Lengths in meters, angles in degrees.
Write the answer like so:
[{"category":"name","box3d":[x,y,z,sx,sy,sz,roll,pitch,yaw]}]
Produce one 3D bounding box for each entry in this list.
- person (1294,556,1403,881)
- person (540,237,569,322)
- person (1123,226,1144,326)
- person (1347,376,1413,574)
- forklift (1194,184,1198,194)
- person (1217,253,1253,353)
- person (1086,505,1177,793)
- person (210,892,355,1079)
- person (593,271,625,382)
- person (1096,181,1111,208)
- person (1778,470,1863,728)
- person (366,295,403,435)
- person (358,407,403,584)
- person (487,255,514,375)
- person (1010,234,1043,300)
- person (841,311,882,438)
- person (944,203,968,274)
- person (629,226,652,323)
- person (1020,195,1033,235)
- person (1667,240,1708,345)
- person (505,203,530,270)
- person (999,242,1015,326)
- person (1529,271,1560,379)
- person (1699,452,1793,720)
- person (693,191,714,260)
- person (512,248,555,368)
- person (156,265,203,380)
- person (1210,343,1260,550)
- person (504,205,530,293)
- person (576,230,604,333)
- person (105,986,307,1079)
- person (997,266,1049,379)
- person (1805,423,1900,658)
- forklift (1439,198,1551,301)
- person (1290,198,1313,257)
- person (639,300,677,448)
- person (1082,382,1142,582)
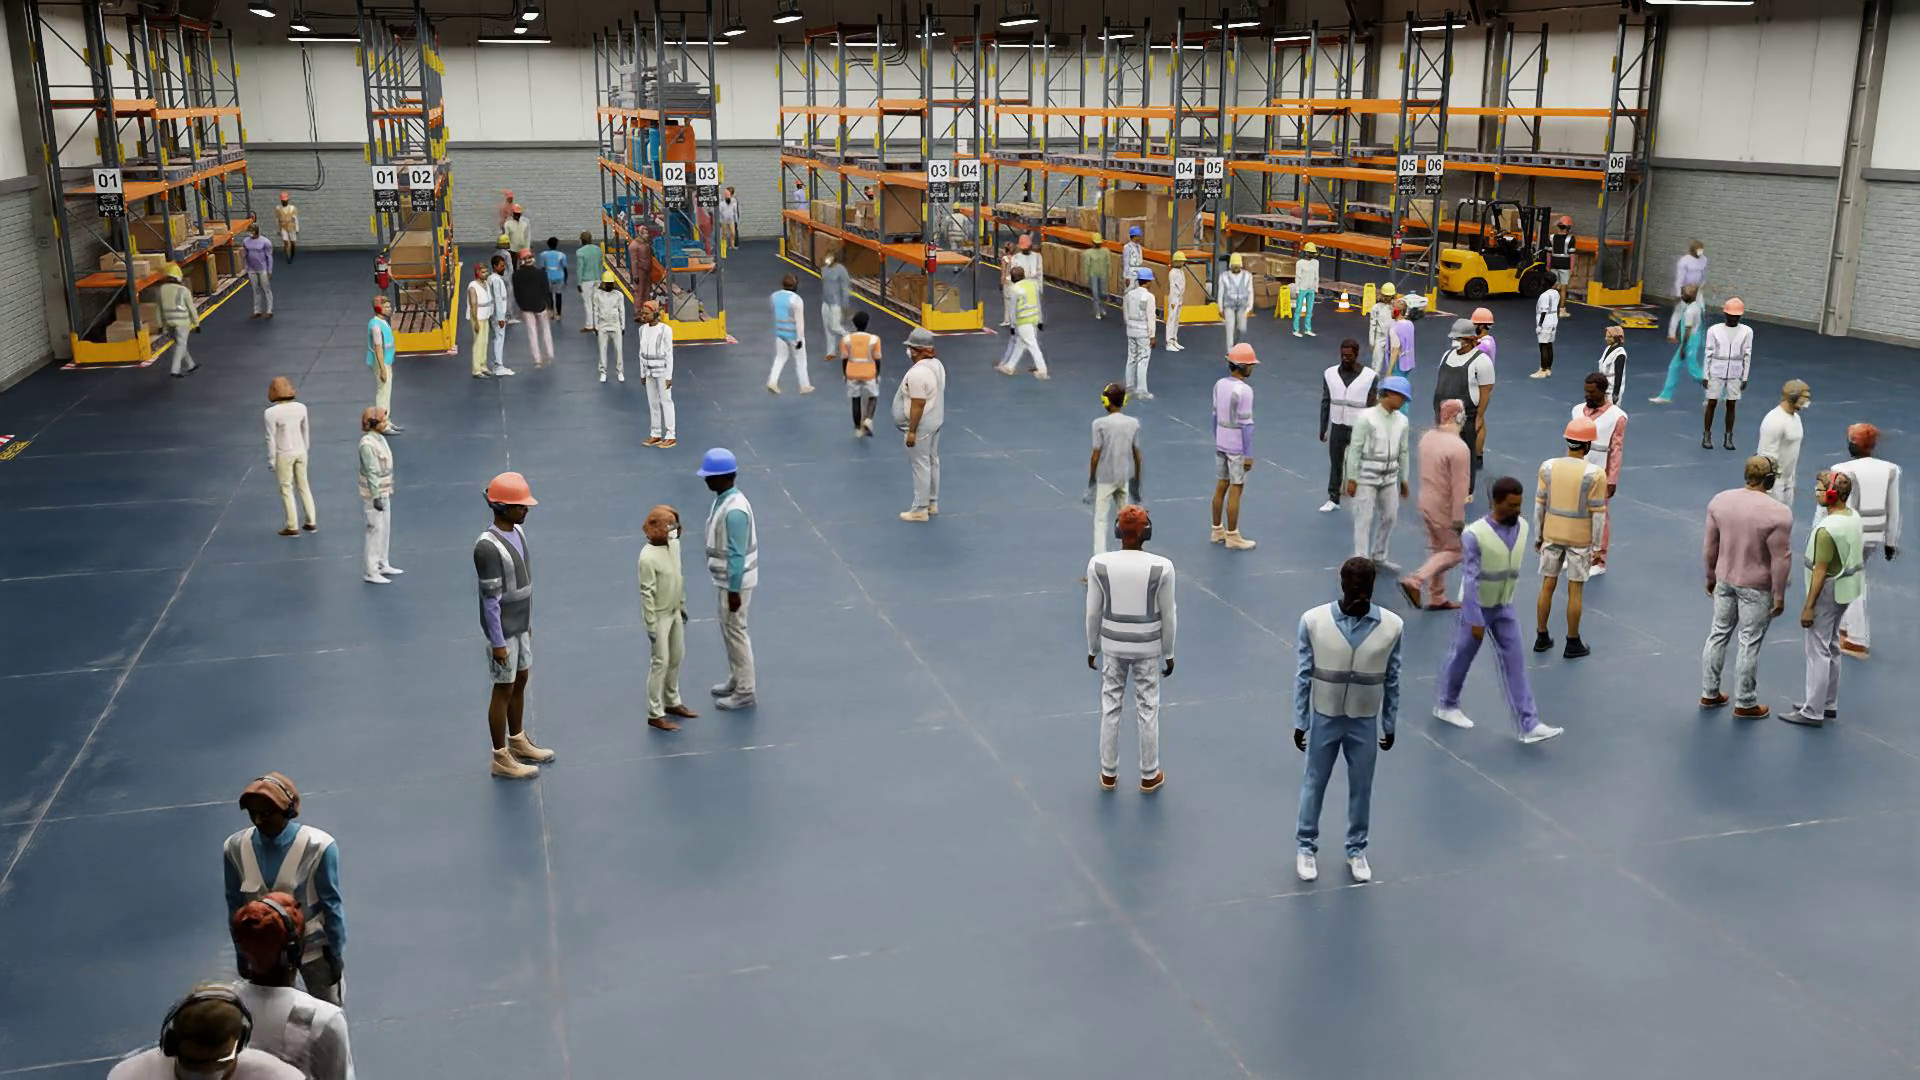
[{"category":"person","box3d":[2.188,1.001,9.430,0.594,1.910,0.384,1,15,4]},{"category":"person","box3d":[-8.102,-5.223,33.268,0.558,1.673,0.609,-2,15,-8]},{"category":"person","box3d":[3.391,-5.151,32.500,0.398,1.944,0.617,9,17,31]},{"category":"person","box3d":[3.834,-0.559,15.319,0.712,1.902,0.405,-6,16,-22]},{"category":"forklift","box3d":[7.392,-11.333,53.972,1.873,2.768,1.129,-4,15,-15]},{"category":"person","box3d":[4.698,-4.011,28.452,0.617,1.818,0.500,0,15,-1]},{"category":"person","box3d":[1.091,0.696,10.612,0.574,1.887,0.355,4,15,14]},{"category":"person","box3d":[-2.210,2.054,5.510,0.576,1.882,0.362,5,16,17]},{"category":"person","box3d":[-5.503,-3.355,26.152,0.486,1.738,0.320,-3,15,-12]},{"category":"person","box3d":[4.387,-10.037,50.999,0.467,1.893,0.578,-4,15,-14]},{"category":"person","box3d":[6.145,0.419,11.756,0.381,1.836,0.564,14,20,43]},{"category":"person","box3d":[-7.650,-2.311,22.009,0.378,1.843,0.566,-3,15,-13]},{"category":"person","box3d":[-5.355,-0.416,15.305,0.316,1.631,0.510,0,15,-2]},{"category":"person","box3d":[-7.456,-3.620,26.802,0.369,1.913,0.597,-6,16,-21]},{"category":"person","box3d":[1.190,-4.530,30.065,0.638,2.002,0.646,-5,16,-17]},{"category":"person","box3d":[-1.284,-2.144,21.688,0.536,1.688,0.392,1,15,4]},{"category":"person","box3d":[-0.115,-7.683,42.338,0.589,1.781,0.930,-4,15,-13]},{"category":"person","box3d":[-6.312,-5.290,33.134,0.401,1.895,0.655,5,16,18]},{"category":"person","box3d":[1.903,-9.071,47.798,0.536,1.672,0.776,-9,17,-31]},{"category":"person","box3d":[13.185,-4.461,30.032,0.634,1.888,0.802,-5,16,-19]},{"category":"person","box3d":[-11.021,-7.454,41.418,0.601,1.817,0.462,-7,16,-23]},{"category":"person","box3d":[0.969,-5.010,32.549,0.309,1.645,0.515,12,19,39]},{"category":"person","box3d":[9.312,-3.411,26.433,0.319,1.696,0.532,12,19,38]},{"category":"person","box3d":[5.620,0.325,11.907,0.356,1.938,0.637,-9,17,-31]},{"category":"person","box3d":[-7.072,-8.664,45.541,0.683,2.000,0.538,0,15,0]},{"category":"person","box3d":[-7.094,-3.880,27.697,0.630,1.951,0.858,-2,15,-6]},{"category":"person","box3d":[-12.439,-3.472,26.501,0.618,1.781,0.935,3,15,12]},{"category":"person","box3d":[2.722,-0.924,16.410,0.397,2.043,0.610,-6,16,-21]},{"category":"person","box3d":[-10.116,-6.653,38.055,0.611,1.997,0.375,-13,20,-40]},{"category":"person","box3d":[-7.017,-4.895,31.565,0.384,1.931,0.631,10,18,34]},{"category":"person","box3d":[-2.254,2.145,5.152,0.697,1.892,0.855,1,15,5]},{"category":"person","box3d":[1.042,-3.462,26.519,0.989,1.776,0.631,10,18,33]},{"category":"person","box3d":[7.146,-0.027,13.383,0.584,1.852,0.768,-3,15,-10]},{"category":"forklift","box3d":[11.913,-6.508,37.130,2.313,2.155,1.214,-4,15,-15]},{"category":"person","box3d":[8.909,-8.001,43.305,0.643,1.908,0.411,10,18,32]},{"category":"person","box3d":[-3.870,-2.115,21.217,0.576,1.879,0.356,11,18,35]},{"category":"person","box3d":[1.401,-0.527,15.304,0.562,1.861,0.390,-8,17,-27]}]
